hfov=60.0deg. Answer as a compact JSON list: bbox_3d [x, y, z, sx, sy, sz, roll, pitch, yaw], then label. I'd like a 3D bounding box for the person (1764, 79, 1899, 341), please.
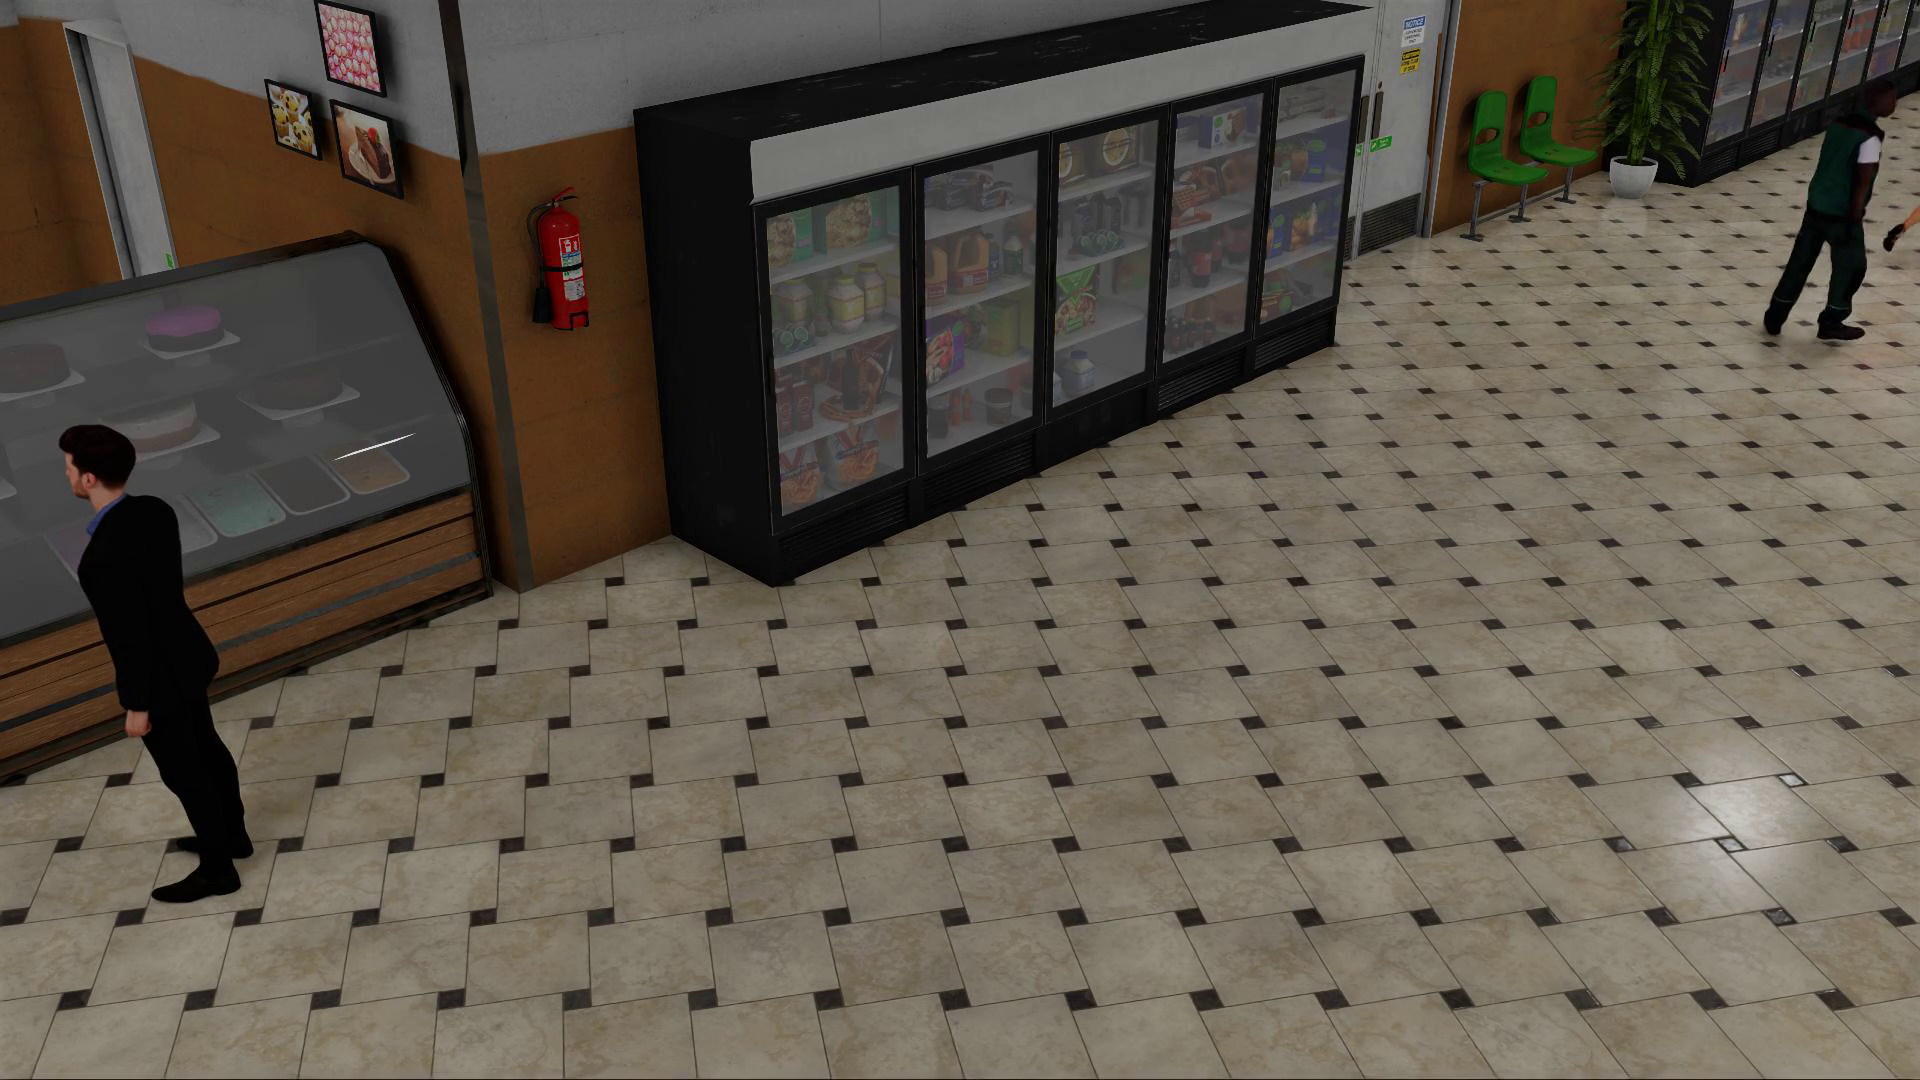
[{"bbox_3d":[5.982,-2.248,11.461,1.050,1.810,0.980,-8,28,-15],"label":"person"}]

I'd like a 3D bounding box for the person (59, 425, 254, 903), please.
[{"bbox_3d":[-2.898,0.458,6.036,0.844,1.890,0.756,-3,27,-5],"label":"person"}]
